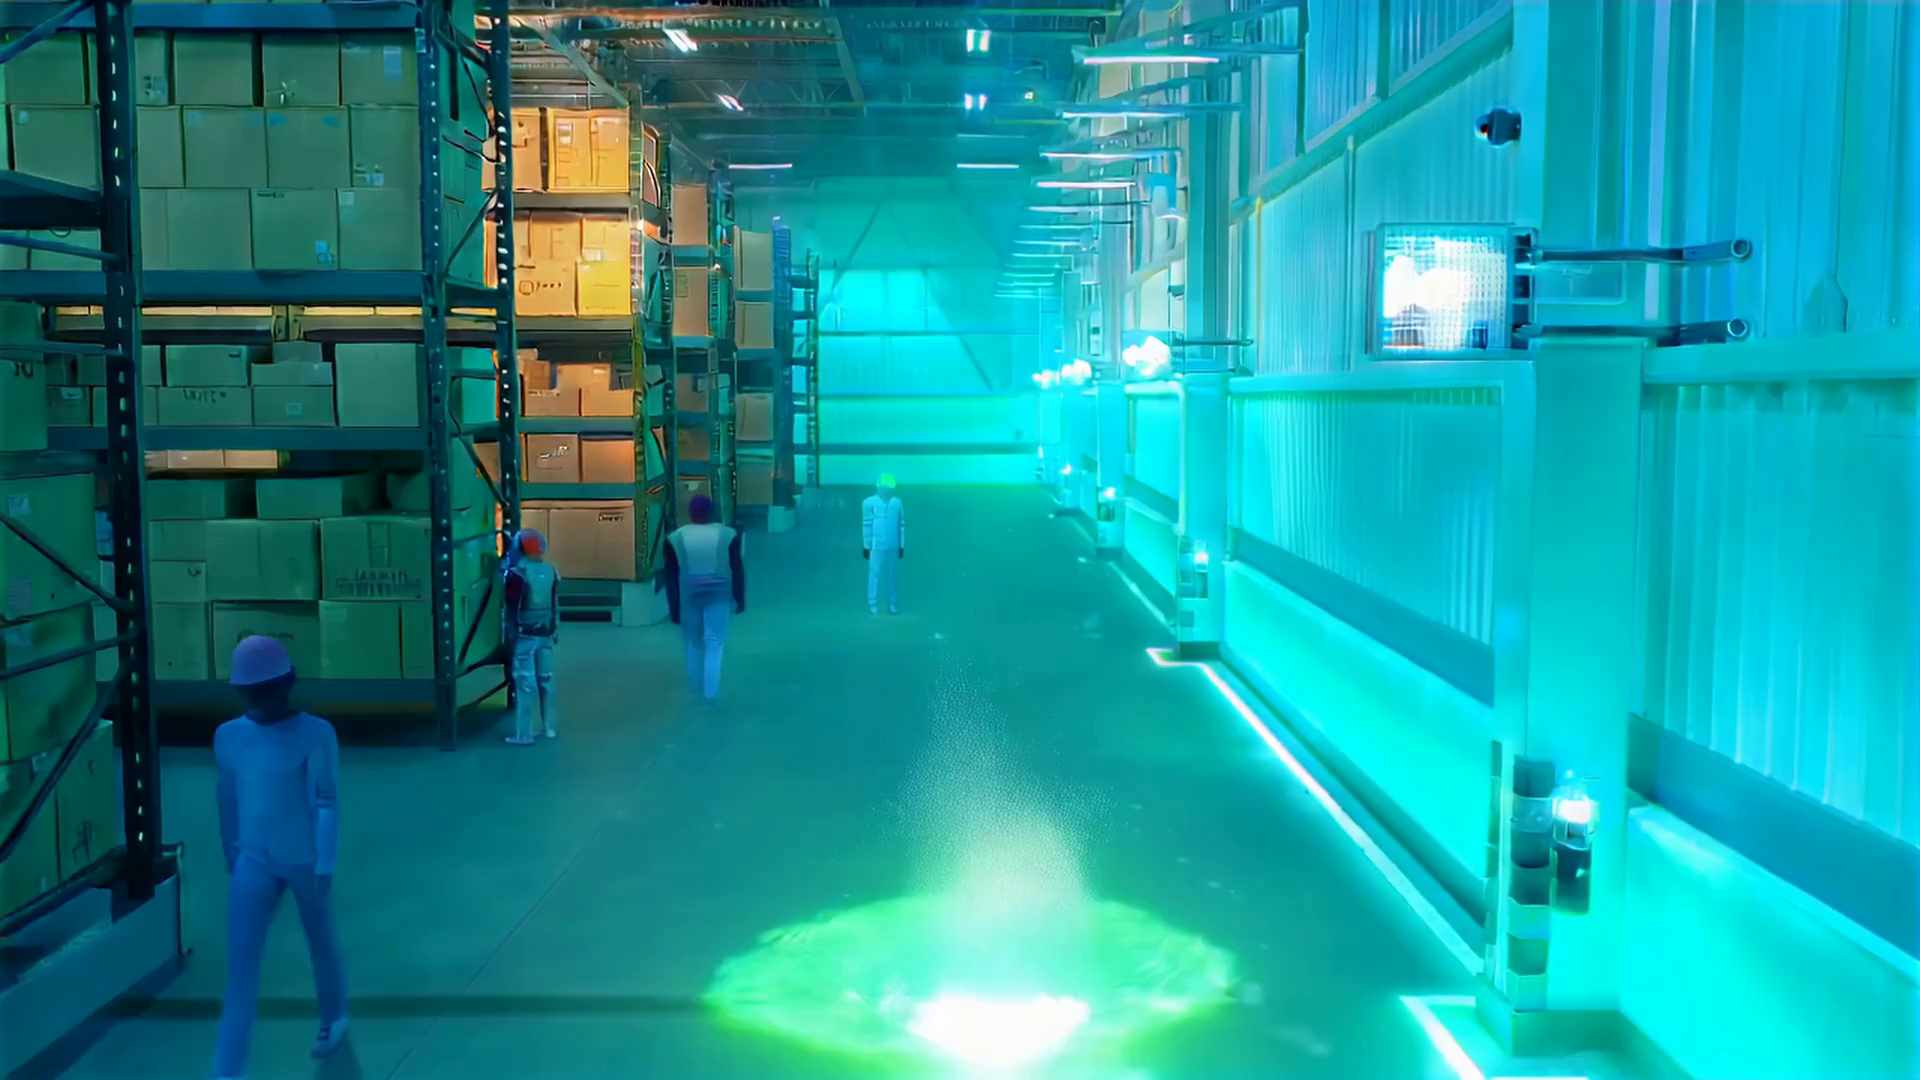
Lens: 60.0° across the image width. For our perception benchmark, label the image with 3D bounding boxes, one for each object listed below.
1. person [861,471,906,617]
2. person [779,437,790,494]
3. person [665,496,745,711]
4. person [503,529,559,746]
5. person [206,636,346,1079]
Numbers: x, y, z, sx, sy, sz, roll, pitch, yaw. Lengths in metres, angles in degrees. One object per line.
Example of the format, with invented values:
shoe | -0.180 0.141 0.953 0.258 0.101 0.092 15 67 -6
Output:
person | -0.898 0.049 19.868 0.565 1.745 0.349 -3 6 -30
person | -4.009 -1.480 37.774 0.320 1.737 0.485 0 5 2
person | -2.159 0.521 14.160 0.641 1.790 0.978 0 5 -1
person | -3.231 0.732 12.585 0.317 1.631 0.523 3 6 31
person | -2.614 1.222 6.356 0.538 1.718 0.904 0 5 4
